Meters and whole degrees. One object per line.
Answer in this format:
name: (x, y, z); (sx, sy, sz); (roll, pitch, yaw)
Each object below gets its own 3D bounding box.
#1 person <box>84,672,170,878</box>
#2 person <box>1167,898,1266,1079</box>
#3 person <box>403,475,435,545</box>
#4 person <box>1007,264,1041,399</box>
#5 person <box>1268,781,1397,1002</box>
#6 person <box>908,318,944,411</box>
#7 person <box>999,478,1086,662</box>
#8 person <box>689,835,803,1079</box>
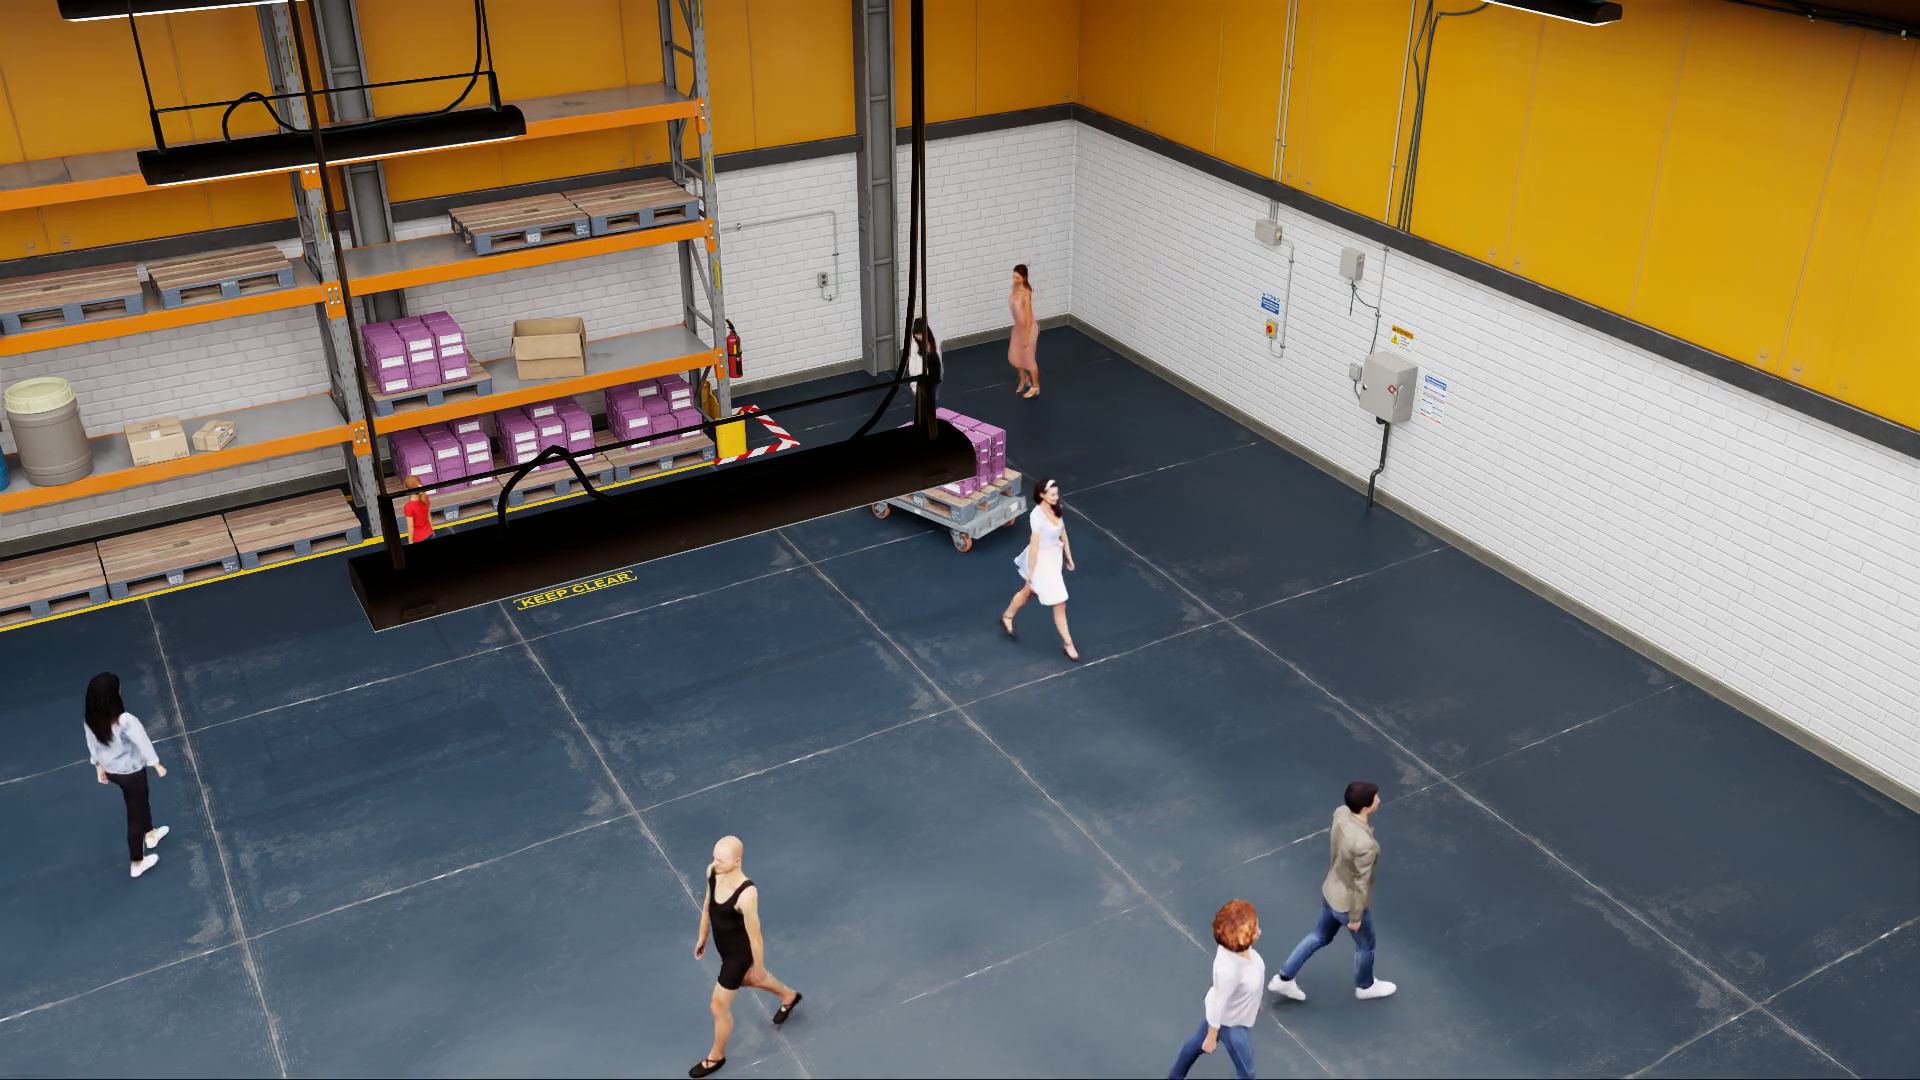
person: (-6.286, 1.796, 12.434); (0.832, 1.691, 0.900); (10, 30, 17)
person: (1.568, 2.931, 10.373); (1.172, 1.671, 1.133); (9, 30, 15)
person: (-5.230, -0.032, 16.184); (0.627, 1.309, 0.545); (13, 31, 23)
person: (0.846, -2.554, 20.305); (0.692, 1.790, 0.620); (-12, 31, -21)
person: (2.504, 2.399, 11.168); (1.247, 1.844, 0.959); (-5, 29, -10)
person: (-0.371, -1.856, 19.215); (0.881, 1.607, 0.599); (21, 35, 33)
person: (0.692, 0.236, 15.215); (1.055, 1.766, 1.186); (17, 33, 28)
person: (-1.388, 2.622, 10.829); (1.164, 1.777, 0.710); (-18, 34, -30)
